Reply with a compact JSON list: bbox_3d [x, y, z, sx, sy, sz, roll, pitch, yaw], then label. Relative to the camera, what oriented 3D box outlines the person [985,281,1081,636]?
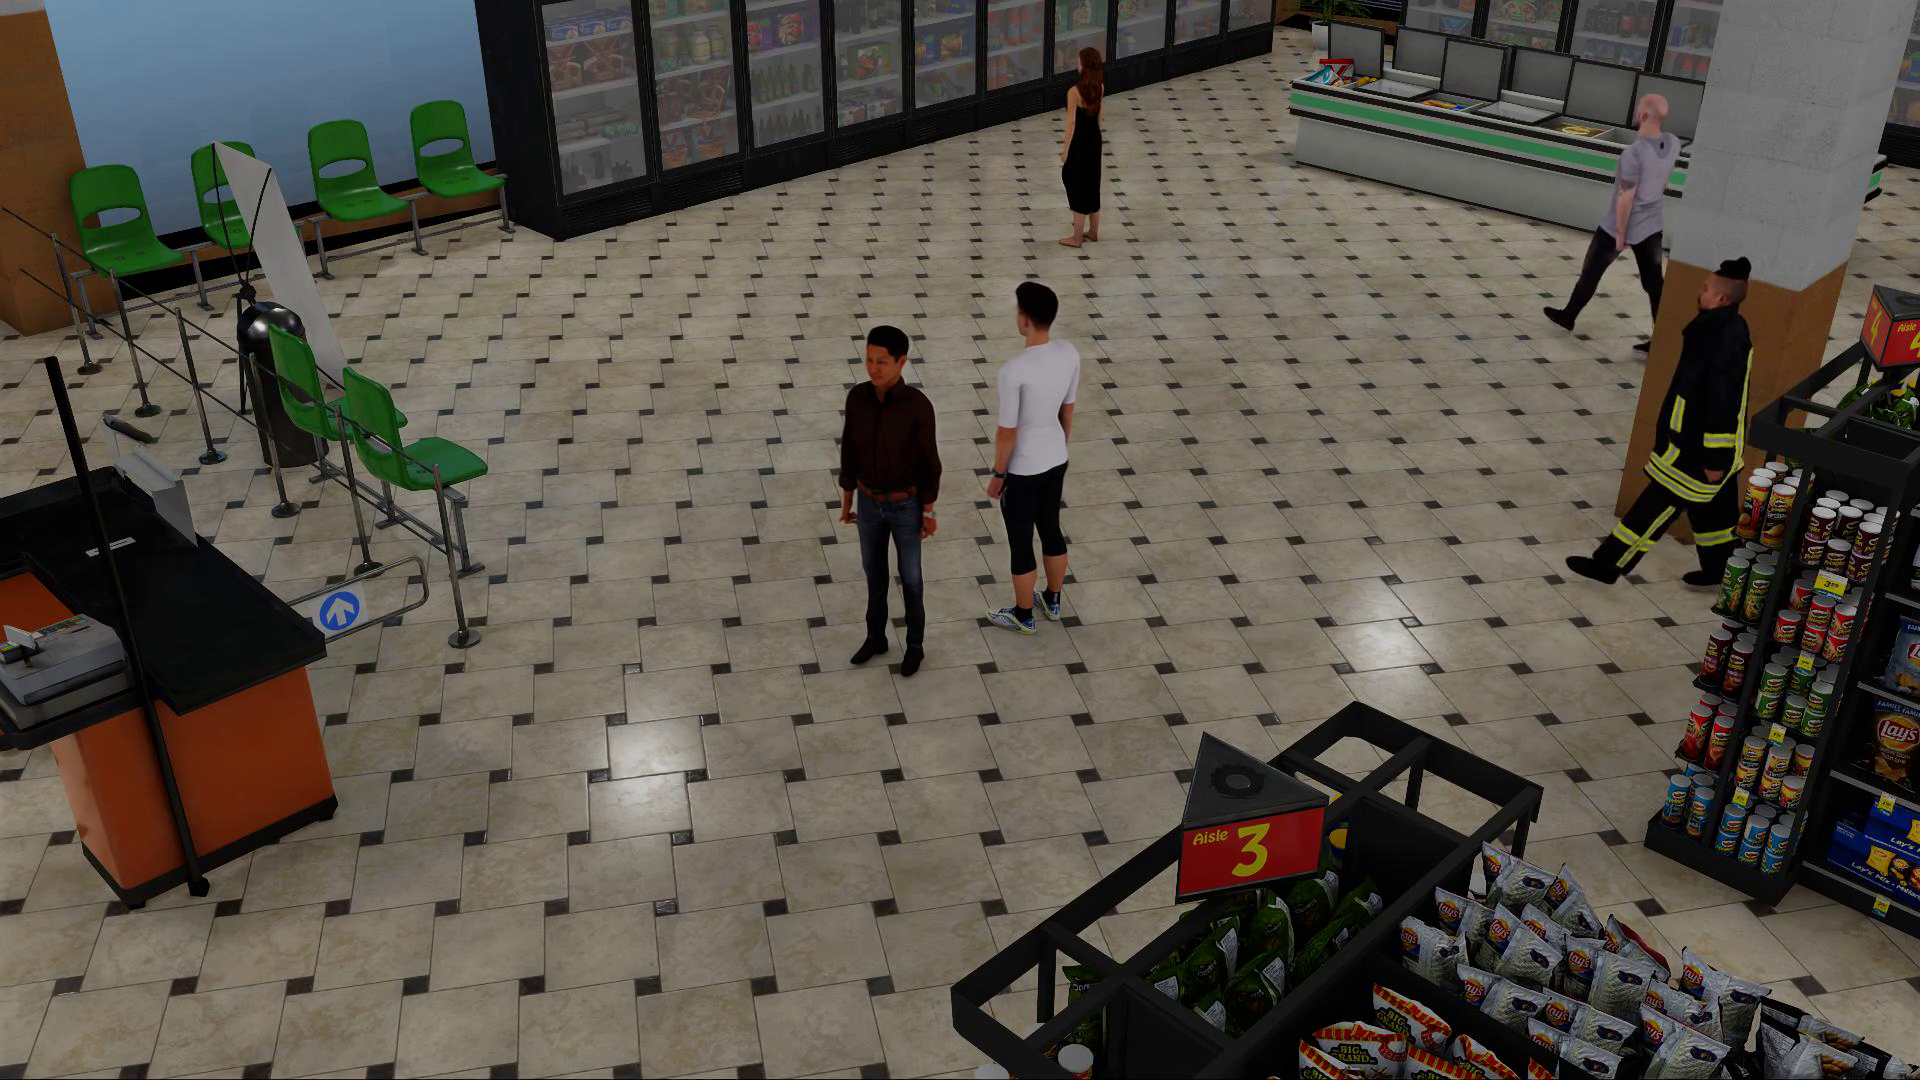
[{"bbox_3d":[0.372,-0.395,8.232,0.670,1.854,0.567,-23,36,-36],"label":"person"}]

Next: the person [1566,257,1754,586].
[{"bbox_3d":[3.869,-0.517,8.492,1.280,1.817,1.093,8,30,15],"label":"person"}]

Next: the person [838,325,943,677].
[{"bbox_3d":[-0.329,-0.186,7.923,0.608,1.781,0.780,11,31,20],"label":"person"}]

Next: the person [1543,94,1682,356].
[{"bbox_3d":[4.706,-2.109,11.442,0.997,1.784,1.328,-11,31,-20],"label":"person"}]

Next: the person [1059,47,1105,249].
[{"bbox_3d":[1.022,-3.219,13.641,0.555,1.625,0.561,-25,37,-37],"label":"person"}]
